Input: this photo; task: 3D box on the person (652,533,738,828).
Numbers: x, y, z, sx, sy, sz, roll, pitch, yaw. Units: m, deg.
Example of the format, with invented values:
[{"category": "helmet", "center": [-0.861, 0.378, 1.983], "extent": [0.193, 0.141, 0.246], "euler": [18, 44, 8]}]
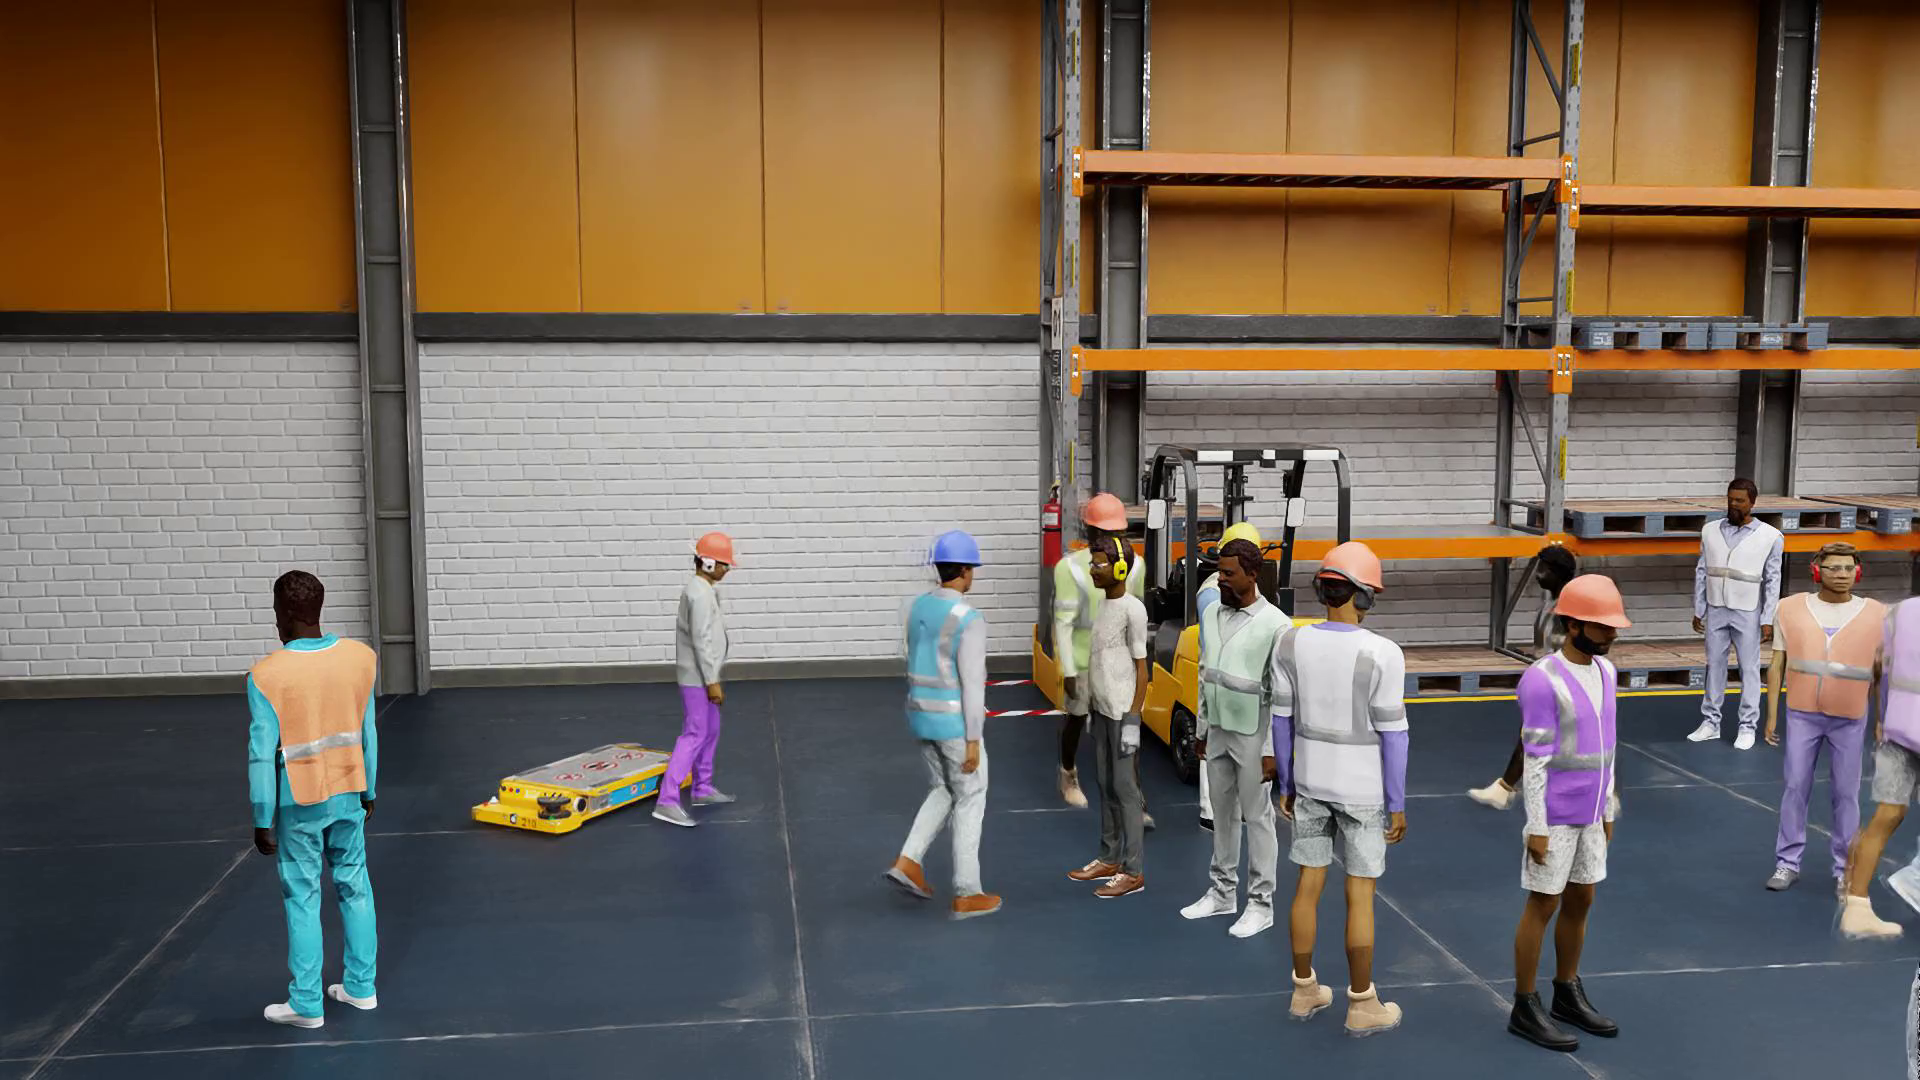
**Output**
[{"category": "person", "center": [-1.589, 0.825, 10.005], "extent": [0.527, 1.721, 0.752], "euler": [-1, 7, -8]}]

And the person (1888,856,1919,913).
[{"category": "person", "center": [4.738, 0.991, 7.793], "extent": [0.456, 1.893, 0.624], "euler": [4, 8, 32]}]

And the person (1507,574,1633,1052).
[{"category": "person", "center": [2.497, 1.093, 6.749], "extent": [0.547, 1.929, 0.387], "euler": [-4, 8, -34]}]

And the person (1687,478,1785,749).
[{"category": "person", "center": [5.526, 0.513, 11.848], "extent": [0.391, 1.922, 0.593], "euler": [-6, 9, -41]}]

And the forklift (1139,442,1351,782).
[{"category": "forklift", "center": [1.912, 0.418, 11.496], "extent": [1.214, 2.155, 2.313], "euler": [-1, 7, -8]}]

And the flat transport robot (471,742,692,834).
[{"category": "flat transport robot", "center": [-2.269, 1.508, 10.285], "extent": [0.652, 0.197, 1.431], "euler": [3, 7, 27]}]

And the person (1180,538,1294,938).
[{"category": "person", "center": [1.369, 0.945, 8.090], "extent": [0.393, 1.916, 0.591], "euler": [-4, 8, -34]}]

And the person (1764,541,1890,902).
[{"category": "person", "center": [4.479, 0.919, 8.595], "extent": [0.570, 1.849, 0.379], "euler": [4, 8, 33]}]

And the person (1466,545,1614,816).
[{"category": "person", "center": [3.550, 0.858, 9.996], "extent": [0.858, 1.644, 0.538], "euler": [0, 7, 1]}]

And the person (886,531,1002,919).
[{"category": "person", "center": [-0.075, 0.915, 8.323], "extent": [0.533, 1.921, 0.631], "euler": [-5, 8, -37]}]

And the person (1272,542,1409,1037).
[{"category": "person", "center": [1.589, 1.022, 6.909], "extent": [0.604, 2.034, 0.386], "euler": [6, 9, 42]}]

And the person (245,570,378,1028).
[{"category": "person", "center": [-2.689, 1.078, 6.961], "extent": [0.397, 1.911, 0.588], "euler": [4, 8, 34]}]

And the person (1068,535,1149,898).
[{"category": "person", "center": [0.787, 0.906, 8.640], "extent": [0.321, 1.869, 0.532], "euler": [-2, 7, -20]}]

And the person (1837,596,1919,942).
[{"category": "person", "center": [4.646, 0.936, 7.957], "extent": [0.992, 1.972, 0.633], "euler": [-2, 7, -16]}]

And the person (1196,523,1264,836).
[{"category": "person", "center": [1.598, 0.805, 9.710], "extent": [0.403, 1.823, 0.599], "euler": [4, 8, 32]}]

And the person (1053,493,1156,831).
[{"category": "person", "center": [0.835, 0.703, 9.929], "extent": [0.626, 1.981, 1.078], "euler": [-2, 7, -19]}]

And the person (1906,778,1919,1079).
[{"category": "person", "center": [3.610, 1.184, 5.867], "extent": [0.403, 1.943, 0.607], "euler": [0, 7, 3]}]
